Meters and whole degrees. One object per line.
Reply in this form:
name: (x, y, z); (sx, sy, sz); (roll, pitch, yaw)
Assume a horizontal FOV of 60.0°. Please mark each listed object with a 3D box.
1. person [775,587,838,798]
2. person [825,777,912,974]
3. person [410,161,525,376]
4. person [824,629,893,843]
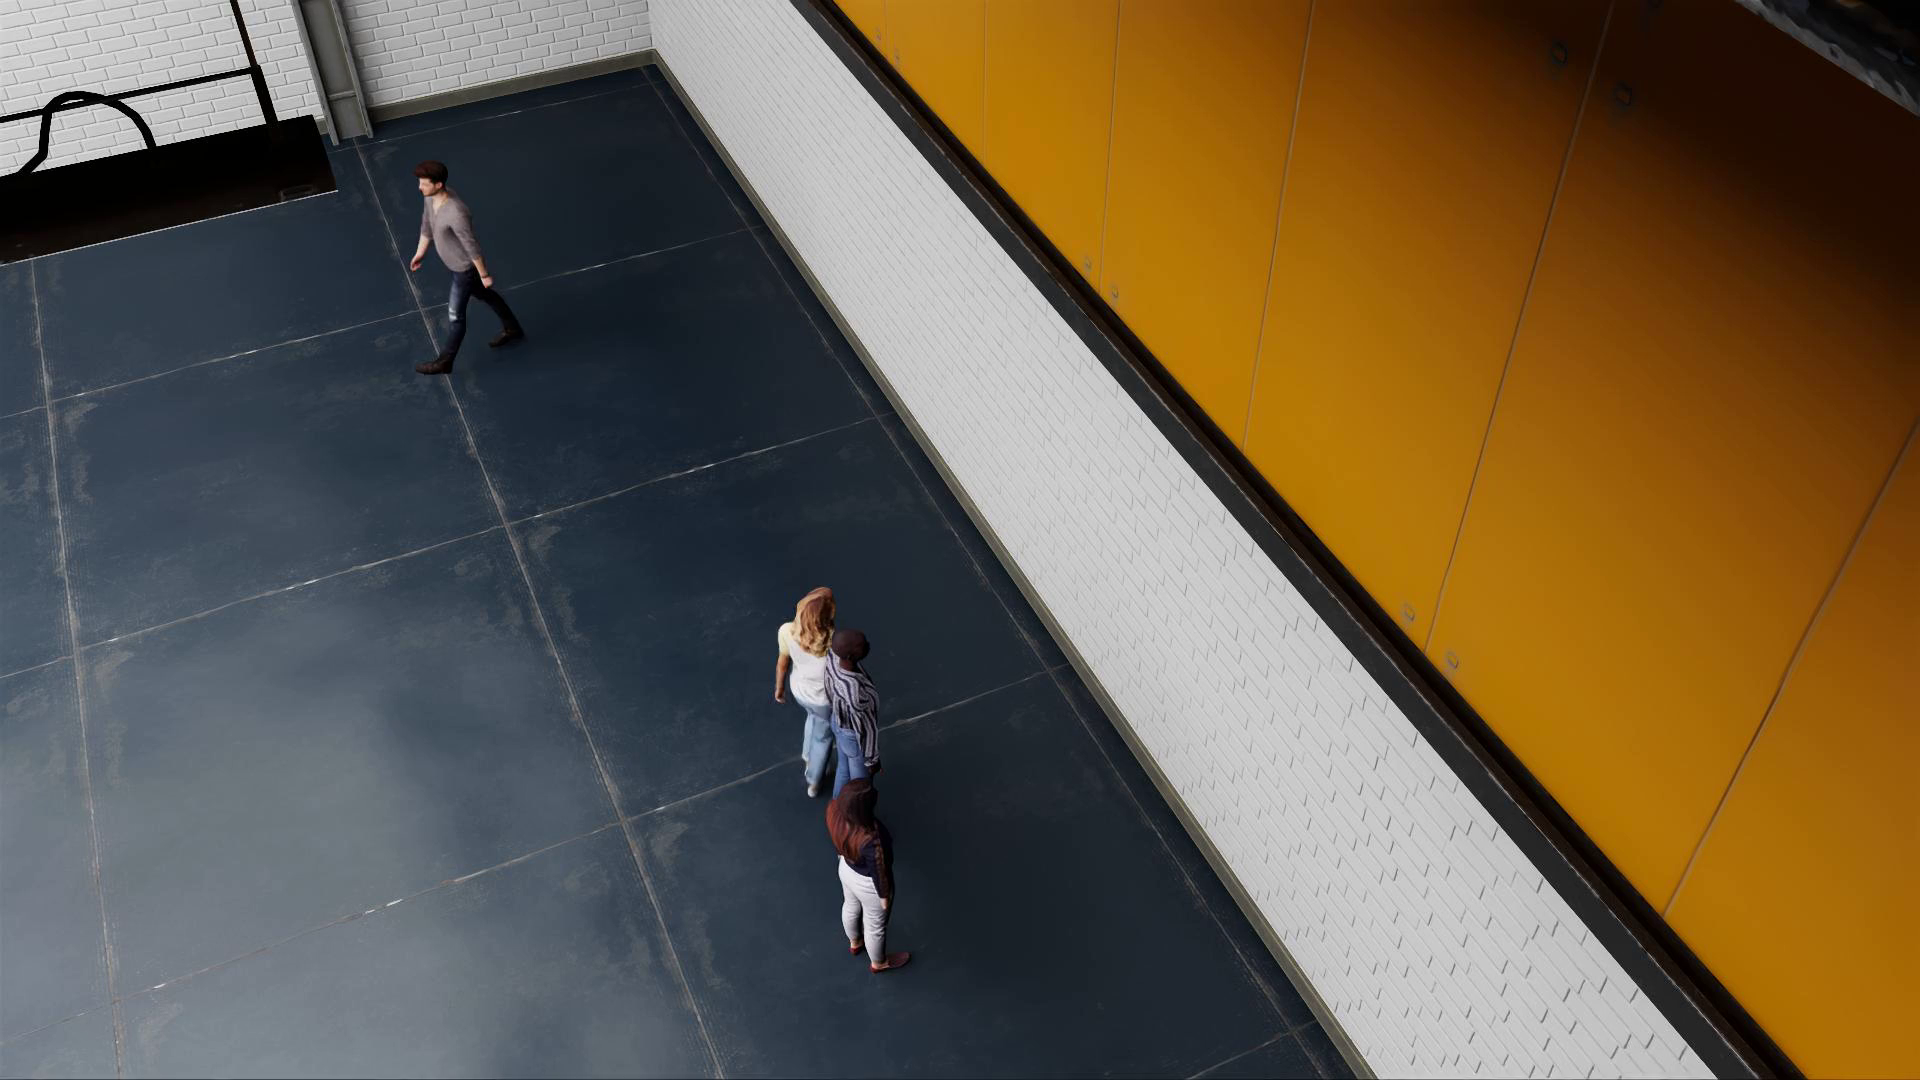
person: (-0.882, 0.994, 9.980); (0.779, 1.701, 0.827); (15, 46, 15)
person: (-0.509, 1.836, 9.164); (0.621, 1.608, 0.657); (-30, 51, -28)
person: (-3.869, -2.221, 13.246); (1.230, 1.853, 0.792); (-22, 48, -22)
person: (-0.620, 1.157, 9.741); (0.518, 1.796, 0.620); (-19, 47, -19)
